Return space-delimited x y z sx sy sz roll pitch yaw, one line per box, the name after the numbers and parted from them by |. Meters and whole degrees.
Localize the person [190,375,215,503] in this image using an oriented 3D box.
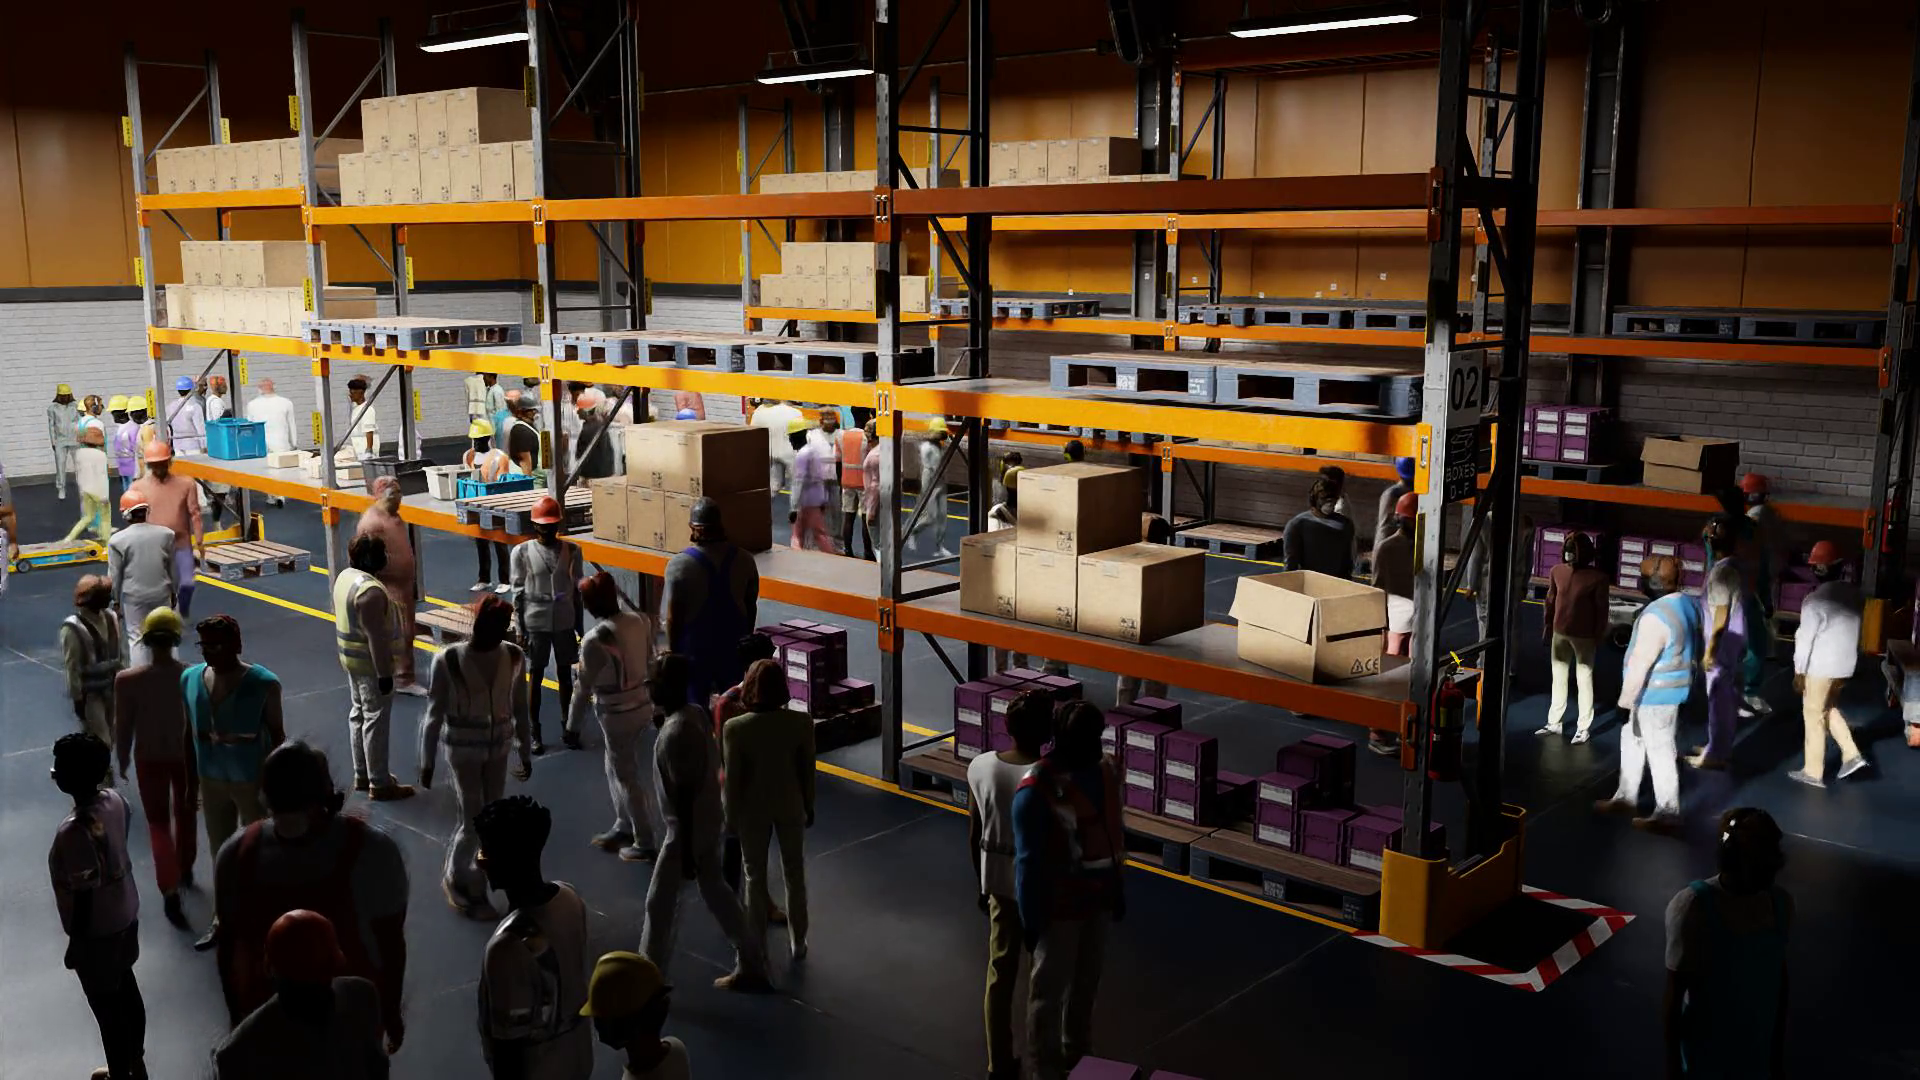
-11.171 -1.481 24.492 0.401 1.894 0.656 -4 11 -20 | person

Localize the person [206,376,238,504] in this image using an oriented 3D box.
-10.865 -1.463 24.408 0.346 1.882 0.578 -6 12 -30 | person

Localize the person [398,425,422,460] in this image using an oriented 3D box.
-7.529 -1.052 22.801 0.311 1.631 0.506 -4 11 -20 | person

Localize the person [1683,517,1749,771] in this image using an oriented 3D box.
5.488 0.748 12.024 0.351 1.843 0.506 8 13 39 | person

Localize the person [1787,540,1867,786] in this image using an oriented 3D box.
6.071 0.865 11.654 0.579 1.733 0.441 -5 11 -25 | person

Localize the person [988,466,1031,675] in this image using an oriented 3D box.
0.470 0.307 14.327 0.399 1.911 0.594 8 13 40 | person

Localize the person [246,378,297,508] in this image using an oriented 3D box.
-9.953 -1.387 24.084 0.652 1.920 0.624 -3 10 -14 | person

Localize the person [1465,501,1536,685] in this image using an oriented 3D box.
4.622 0.351 14.290 0.589 1.835 0.404 -1 10 -7 | person

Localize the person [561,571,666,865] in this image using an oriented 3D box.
-2.135 1.082 10.112 0.649 1.852 0.618 4 11 20 | person

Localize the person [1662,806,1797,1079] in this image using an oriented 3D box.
2.734 1.827 5.960 0.502 1.838 0.339 -3 10 -14 | person

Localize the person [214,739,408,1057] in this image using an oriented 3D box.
-2.391 1.685 6.163 0.692 2.000 0.652 -1 10 -6 | person

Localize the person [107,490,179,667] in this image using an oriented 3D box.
-6.877 0.444 14.017 0.349 1.744 0.567 9 14 43 | person

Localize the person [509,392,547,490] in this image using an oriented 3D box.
-5.140 -0.765 20.017 0.537 2.000 0.689 -3 10 -15 | person

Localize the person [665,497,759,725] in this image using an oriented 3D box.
-1.785 0.698 11.745 0.688 2.000 0.536 -6 12 -31 | person

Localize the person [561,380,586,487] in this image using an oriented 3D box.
-5.394 -1.265 23.073 0.557 1.955 0.650 2 10 10 | person

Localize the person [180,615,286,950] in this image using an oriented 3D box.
-3.888 1.292 8.938 0.570 1.843 0.373 2 10 9 | person

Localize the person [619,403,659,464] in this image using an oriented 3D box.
-4.466 -1.270 23.253 0.602 1.906 0.527 -5 11 -26 | person

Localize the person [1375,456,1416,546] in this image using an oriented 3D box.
4.109 0.112 15.527 0.666 1.870 0.855 -9 14 -43 | person

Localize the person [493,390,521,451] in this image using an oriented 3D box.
-6.373 -1.273 23.748 0.573 1.738 0.354 5 11 25 | person

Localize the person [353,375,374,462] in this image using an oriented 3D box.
-10.073 -1.972 28.060 0.333 1.621 0.619 -8 13 -38 | person

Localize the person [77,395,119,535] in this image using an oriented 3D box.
-11.356 -0.987 21.853 0.503 1.839 0.342 7 12 35 | person

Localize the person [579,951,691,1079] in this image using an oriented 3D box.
-0.931 2.053 4.894 0.339 1.754 0.537 1 10 6 | person

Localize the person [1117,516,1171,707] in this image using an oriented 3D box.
1.378 0.734 12.157 0.632 1.830 0.429 9 13 40 | person

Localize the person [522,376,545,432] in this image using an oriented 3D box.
-7.184 -2.026 28.025 0.499 1.726 0.337 5 11 25 | person

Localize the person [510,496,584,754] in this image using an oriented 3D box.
-3.059 0.628 12.429 0.544 1.939 0.354 -5 11 -26 | person

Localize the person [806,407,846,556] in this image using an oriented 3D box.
-1.601 -0.714 20.280 0.575 1.845 0.387 -4 11 -22 | person

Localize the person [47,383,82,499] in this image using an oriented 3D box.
-13.381 -1.483 24.953 0.484 1.734 0.342 -6 12 -31 | person

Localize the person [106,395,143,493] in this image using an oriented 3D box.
-10.433 -0.862 20.893 0.384 1.924 0.589 -10 14 -44 | person

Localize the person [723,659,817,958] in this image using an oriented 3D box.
-1.000 1.426 8.775 0.505 1.635 0.277 -4 11 -19 | person

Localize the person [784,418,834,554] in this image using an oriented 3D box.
-1.765 -0.421 18.561 0.973 1.862 0.694 1 10 6 | person

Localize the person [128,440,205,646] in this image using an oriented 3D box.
-7.543 0.010 15.811 0.638 1.977 0.625 -6 12 -31 | person

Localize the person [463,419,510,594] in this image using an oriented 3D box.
-5.162 -0.366 18.110 0.589 1.919 0.400 4 11 22 | person

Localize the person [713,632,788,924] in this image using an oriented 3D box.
-1.132 1.331 9.131 0.322 1.699 0.535 7 12 33 | person
